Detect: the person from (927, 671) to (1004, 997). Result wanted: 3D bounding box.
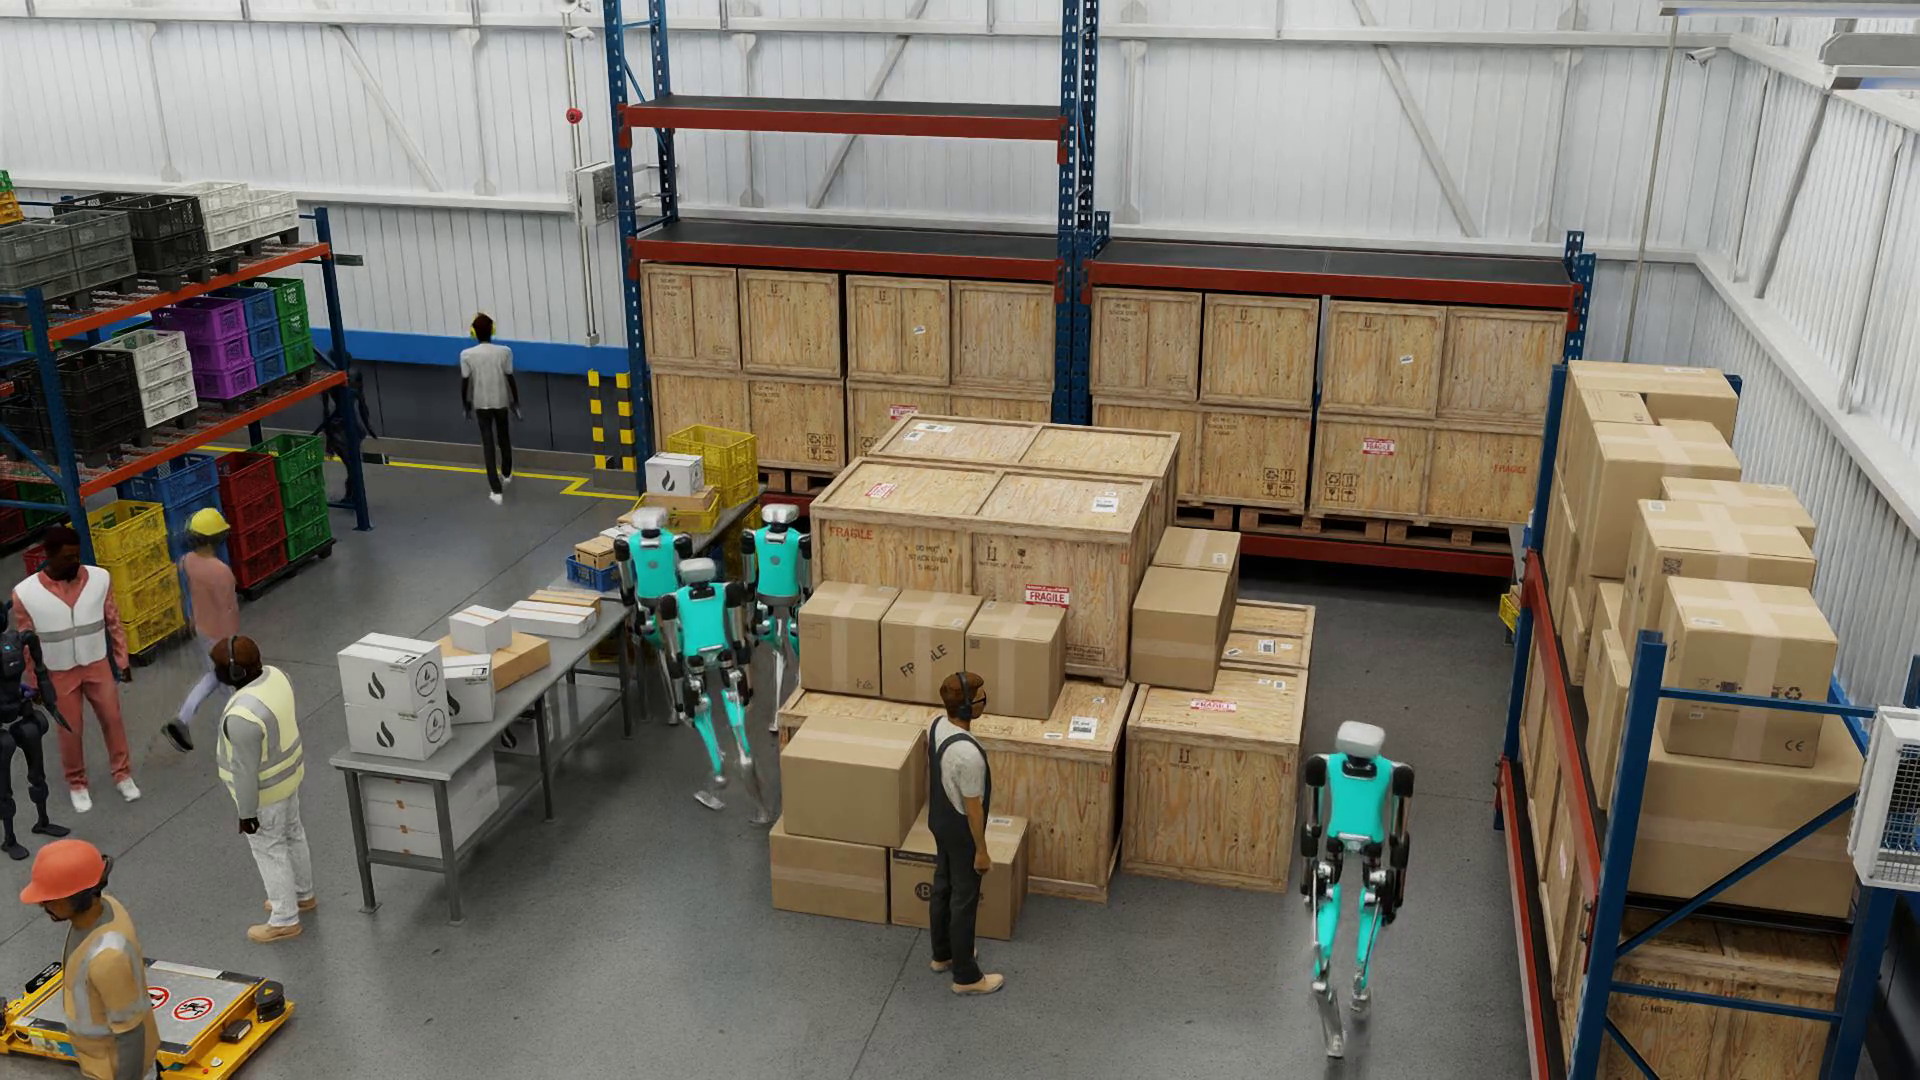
[{"bbox_3d":[0.009,1.543,8.800,0.345,1.846,0.503,-10,23,-24],"label":"person"}]

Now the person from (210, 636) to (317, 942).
[{"bbox_3d":[-3.882,1.375,9.268,0.429,1.834,0.631,-1,21,-2],"label":"person"}]

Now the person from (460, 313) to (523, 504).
[{"bbox_3d":[-4.615,-1.330,16.348,0.554,1.831,0.865,-8,22,-19],"label":"person"}]

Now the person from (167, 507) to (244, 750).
[{"bbox_3d":[-5.108,0.634,11.327,0.517,1.746,0.657,14,25,32],"label":"person"}]

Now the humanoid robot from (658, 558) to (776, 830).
[{"bbox_3d":[-1.450,1.060,10.271,0.543,1.758,0.956,-10,23,-24],"label":"humanoid robot"}]

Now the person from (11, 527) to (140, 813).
[{"bbox_3d":[-5.638,0.816,10.631,0.613,1.901,0.438,-20,28,-41],"label":"person"}]

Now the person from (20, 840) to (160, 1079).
[{"bbox_3d":[-3.550,2.147,6.948,0.375,2.041,0.613,-14,25,-32],"label":"person"}]

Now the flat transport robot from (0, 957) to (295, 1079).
[{"bbox_3d":[-4.270,2.464,8.601,1.431,0.231,0.659,5,22,13],"label":"flat transport robot"}]

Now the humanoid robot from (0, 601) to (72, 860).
[{"bbox_3d":[-5.766,1.113,10.140,0.315,1.657,0.599,10,23,24],"label":"humanoid robot"}]

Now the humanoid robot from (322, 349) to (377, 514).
[{"bbox_3d":[-5.833,-1.049,15.830,0.371,1.642,0.609,8,22,20],"label":"humanoid robot"}]

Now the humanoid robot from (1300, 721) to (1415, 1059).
[{"bbox_3d":[1.926,1.800,8.249,0.536,1.730,0.978,6,22,15],"label":"humanoid robot"}]

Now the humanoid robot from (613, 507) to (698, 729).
[{"bbox_3d":[-2.056,0.548,11.628,0.548,1.817,0.763,-1,21,-2],"label":"humanoid robot"}]

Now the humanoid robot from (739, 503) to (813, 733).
[{"bbox_3d":[-1.198,0.518,11.573,0.544,1.761,0.676,3,21,7],"label":"humanoid robot"}]
